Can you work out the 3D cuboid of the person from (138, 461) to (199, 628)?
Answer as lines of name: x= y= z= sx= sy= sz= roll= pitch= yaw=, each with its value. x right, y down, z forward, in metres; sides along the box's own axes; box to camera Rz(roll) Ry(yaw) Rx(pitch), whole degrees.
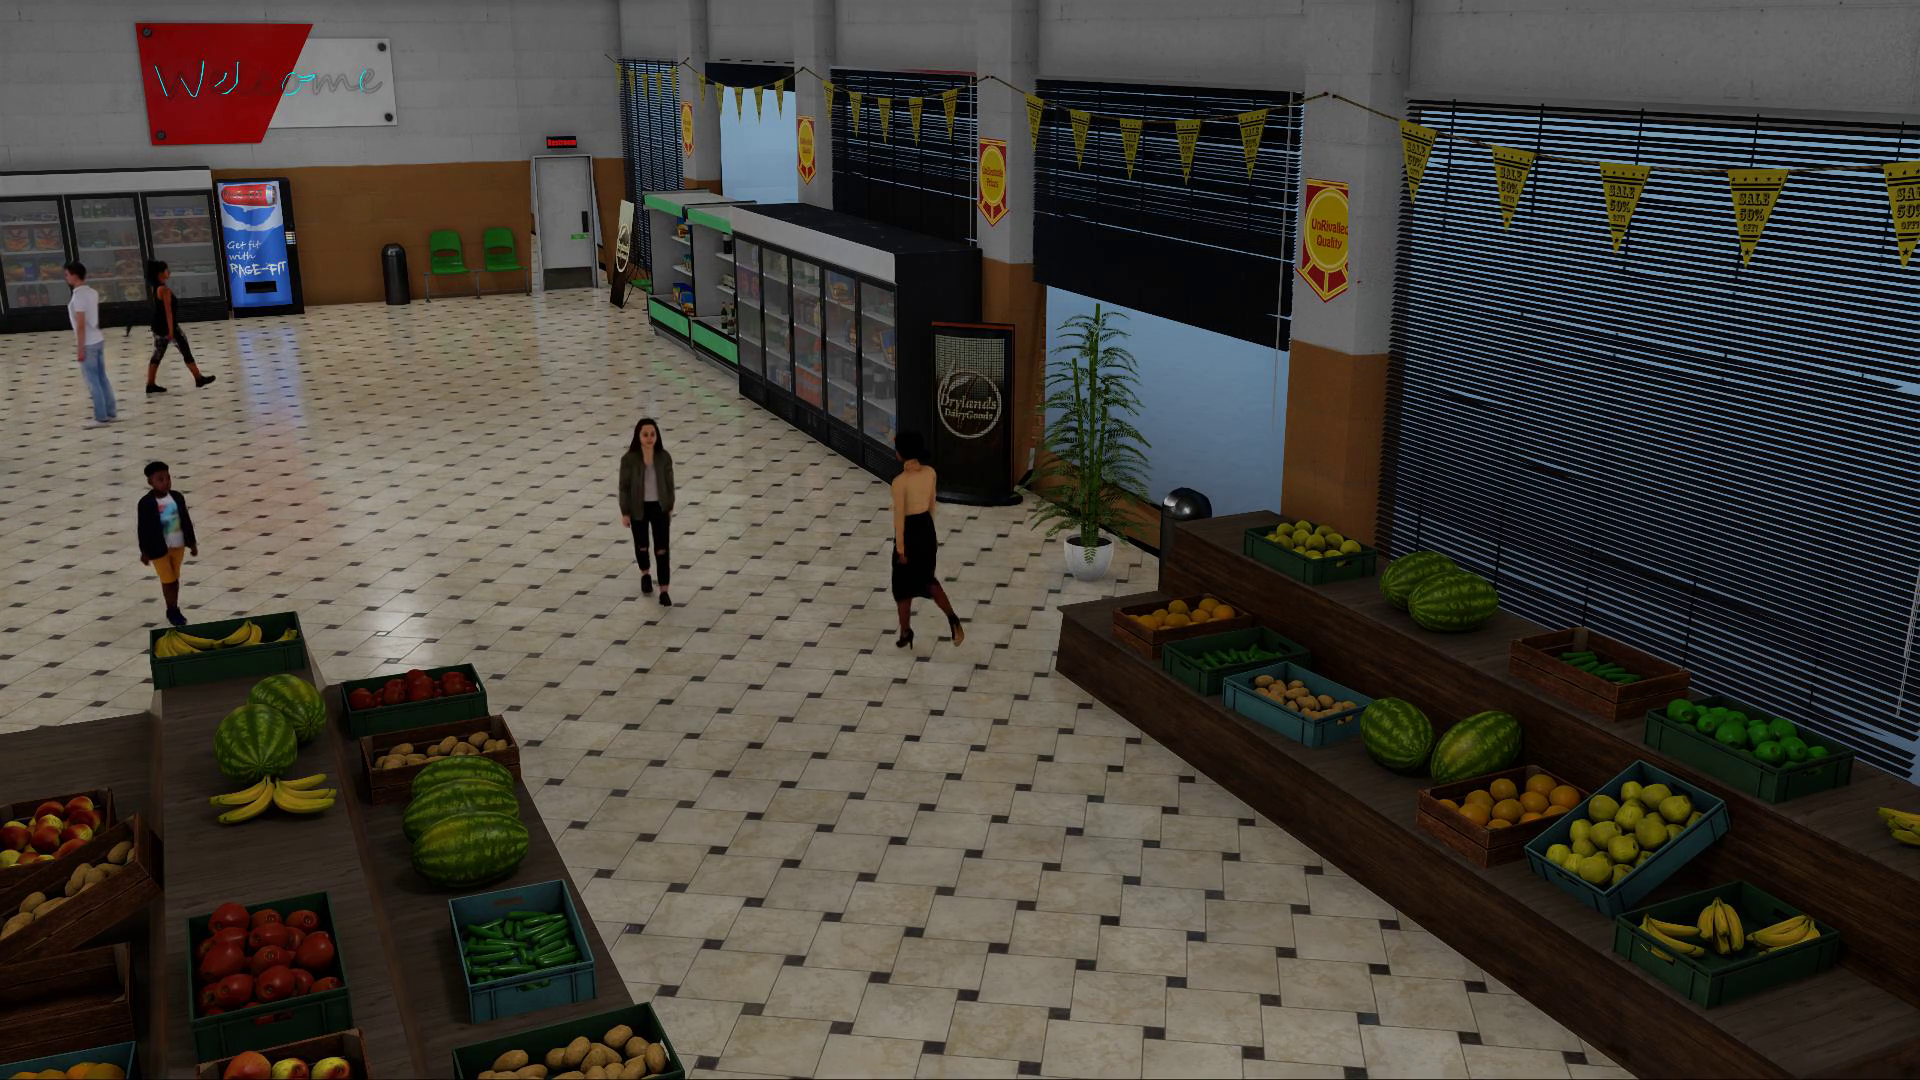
person: x=-5.968 y=0.018 z=12.432 sx=0.667 sy=1.263 sz=0.631 roll=11 pitch=20 yaw=31

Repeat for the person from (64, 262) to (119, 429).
person: x=-9.786 y=-2.208 z=18.755 sx=0.776 sy=1.850 sz=0.590 roll=-2 pitch=17 yaw=-7

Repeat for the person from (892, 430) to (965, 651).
person: x=-0.250 y=0.051 z=11.683 sx=0.702 sy=1.635 sz=0.946 roll=-14 pitch=22 yaw=-38

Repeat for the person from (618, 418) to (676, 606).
person: x=-2.442 y=-0.228 z=12.939 sx=0.712 sy=1.440 sz=1.026 roll=-4 pitch=17 yaw=-13

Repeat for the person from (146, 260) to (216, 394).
person: x=-9.802 y=-2.575 z=20.364 sx=1.084 sy=1.617 sz=0.967 roll=13 pitch=21 yaw=36
